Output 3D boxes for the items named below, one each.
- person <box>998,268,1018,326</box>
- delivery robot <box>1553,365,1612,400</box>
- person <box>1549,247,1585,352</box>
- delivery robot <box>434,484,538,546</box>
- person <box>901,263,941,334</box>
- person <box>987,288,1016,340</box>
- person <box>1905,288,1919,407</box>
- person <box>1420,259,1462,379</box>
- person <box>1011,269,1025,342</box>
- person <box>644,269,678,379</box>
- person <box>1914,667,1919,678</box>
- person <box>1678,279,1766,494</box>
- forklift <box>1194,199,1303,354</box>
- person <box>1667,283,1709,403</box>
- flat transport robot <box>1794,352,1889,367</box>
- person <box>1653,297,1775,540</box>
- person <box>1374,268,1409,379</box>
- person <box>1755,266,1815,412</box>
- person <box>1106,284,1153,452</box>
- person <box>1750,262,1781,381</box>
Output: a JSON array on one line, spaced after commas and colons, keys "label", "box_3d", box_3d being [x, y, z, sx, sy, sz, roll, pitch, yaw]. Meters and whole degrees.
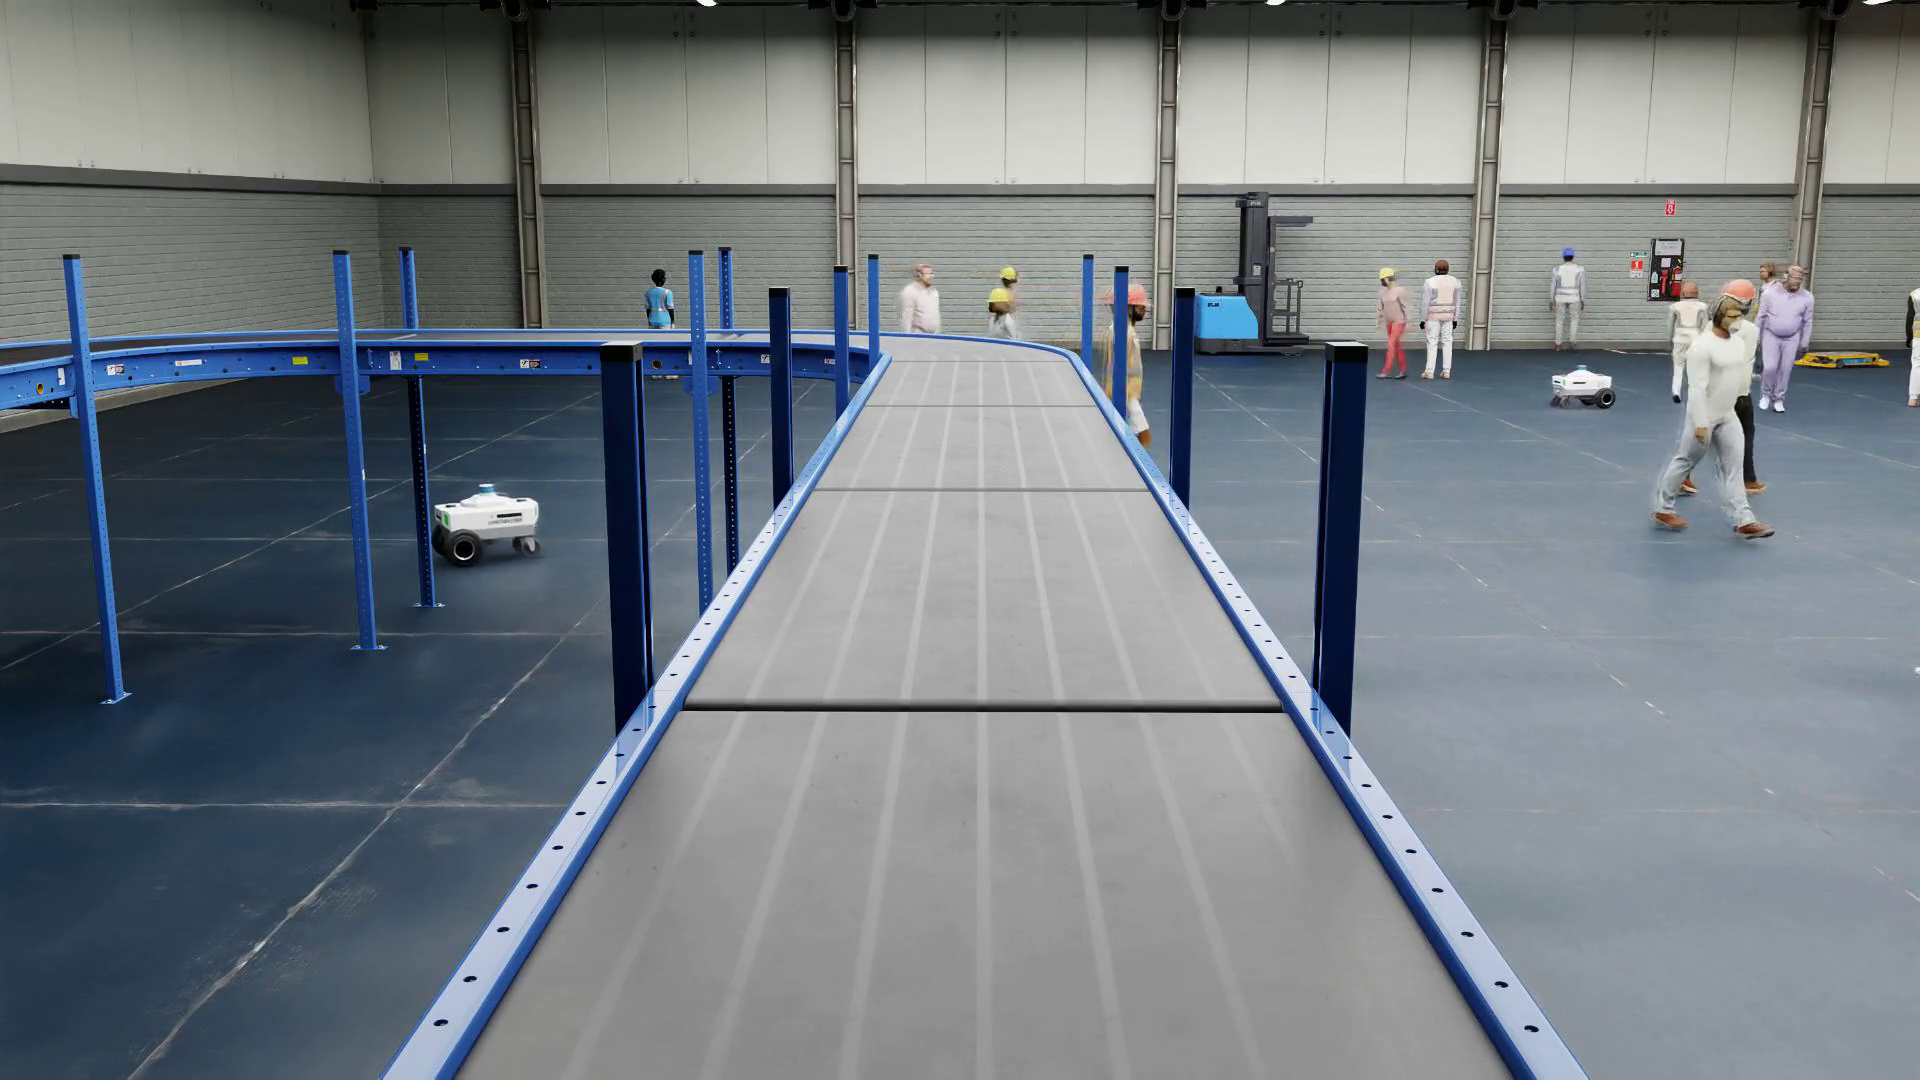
[{"label": "person", "box_3d": [0.707, -3.376, 25.912, 0.358, 1.723, 0.588, -8, 13, -35]}, {"label": "delivery robot", "box_3d": [8.253, -2.073, 22.078, 0.707, 0.478, 0.477, -1, 11, -7]}, {"label": "person", "box_3d": [11.357, -4.502, 31.104, 0.613, 1.948, 0.394, 4, 12, 21]}, {"label": "delivery robot", "box_3d": [-3.492, -0.169, 12.290, 0.707, 0.478, 0.477, -6, 13, -28]}, {"label": "person", "box_3d": [-0.471, -2.689, 21.907, 0.428, 1.895, 0.667, 9, 14, 40]}, {"label": "person", "box_3d": [0.499, -2.021, 19.002, 0.891, 1.699, 0.491, -4, 12, -19]}, {"label": "person", "box_3d": [12.883, -2.687, 22.058, 0.624, 1.841, 0.430, 9, 14, 39]}, {"label": "person", "box_3d": [7.464, -3.442, 25.927, 0.636, 1.841, 0.429, -2, 11, -11]}, {"label": "person", "box_3d": [0.934, -4.008, 29.487, 0.859, 1.586, 0.501, -3, 11, -13]}, {"label": "person", "box_3d": [-4.641, -3.349, 25.816, 0.535, 1.700, 0.318, 5, 12, 26]}, {"label": "person", "box_3d": [5.516, -0.017, 8.411, 1.002, 1.802, 0.542, 3, 11, 13]}, {"label": "person", "box_3d": [6.906, -1.379, 15.057, 1.000, 1.954, 0.627, -4, 12, -20]}, {"label": "forklift", "box_3d": [5.313, -4.851, 30.603, 1.873, 2.768, 1.129, 0, 11, 1]}, {"label": "person", "box_3d": [9.856, -2.672, 22.557, 0.529, 1.617, 0.537, 5, 12, 25]}, {"label": "flat transport robot", "box_3d": [14.868, -3.053, 28.088, 1.431, 0.197, 0.652, -4, 12, -18]}, {"label": "person", "box_3d": [5.935, -0.958, 13.066, 0.654, 1.883, 1.041, -6, 13, -28]}, {"label": "person", "box_3d": [6.656, -3.340, 25.723, 0.846, 1.707, 0.529, -6, 12, -27]}, {"label": "person", "box_3d": [10.593, -2.583, 21.424, 0.673, 1.874, 0.486, 3, 11, 15]}, {"label": "person", "box_3d": [1.545, -1.248, 14.442, 0.649, 1.919, 0.570, 1, 11, 4]}, {"label": "person", "box_3d": [12.303, -3.337, 25.462, 0.806, 1.810, 0.562, -2, 11, -8]}]
